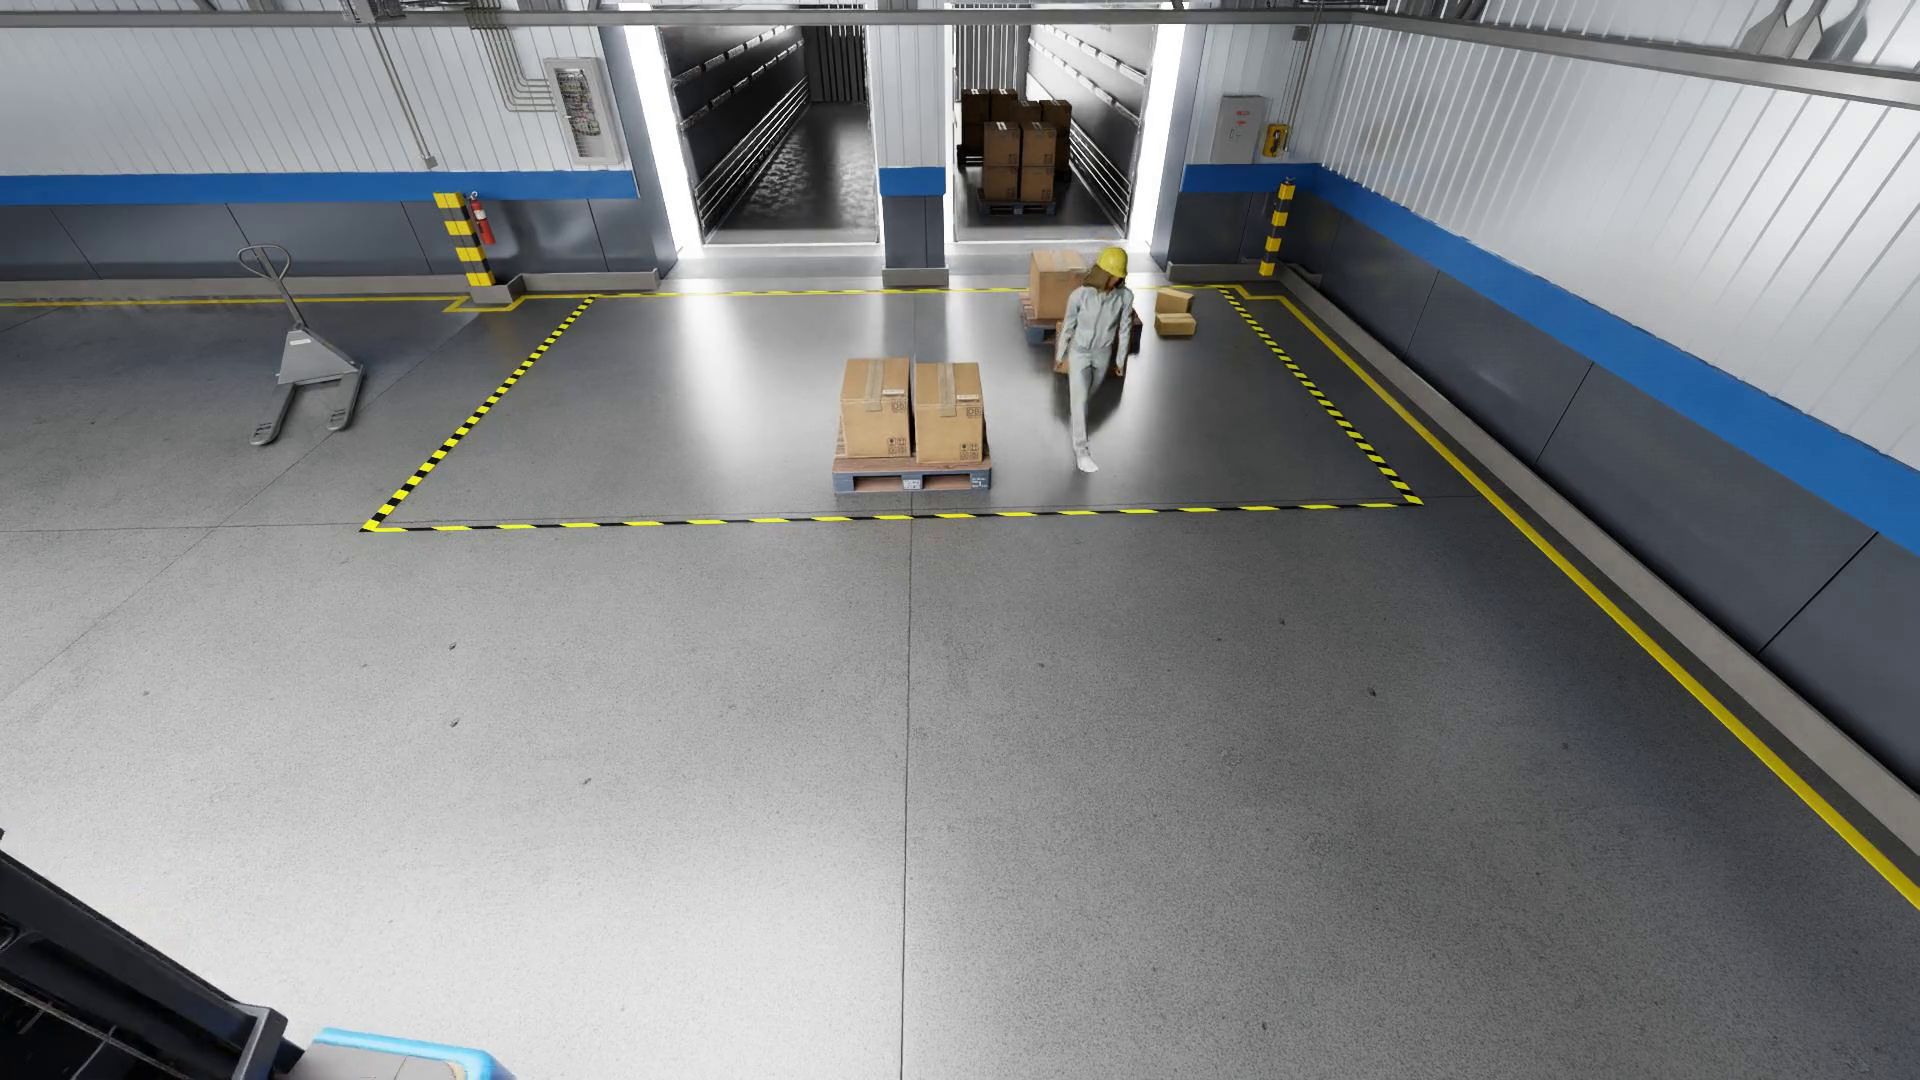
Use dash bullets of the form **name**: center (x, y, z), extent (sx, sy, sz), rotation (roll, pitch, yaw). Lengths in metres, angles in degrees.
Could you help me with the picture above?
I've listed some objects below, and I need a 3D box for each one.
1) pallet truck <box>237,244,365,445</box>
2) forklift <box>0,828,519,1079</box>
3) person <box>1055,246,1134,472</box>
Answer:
- **pallet truck**: center (-5.915, -1.733, 6.366), extent (0.680, 1.201, 1.601), rotation (-18, 42, -21)
- **forklift**: center (-1.801, 1.452, 1.707), extent (0.776, 2.013, 0.716), rotation (4, 39, 5)
- **person**: center (1.009, -1.389, 5.560), extent (0.510, 1.684, 0.915), rotation (-7, 39, -8)
